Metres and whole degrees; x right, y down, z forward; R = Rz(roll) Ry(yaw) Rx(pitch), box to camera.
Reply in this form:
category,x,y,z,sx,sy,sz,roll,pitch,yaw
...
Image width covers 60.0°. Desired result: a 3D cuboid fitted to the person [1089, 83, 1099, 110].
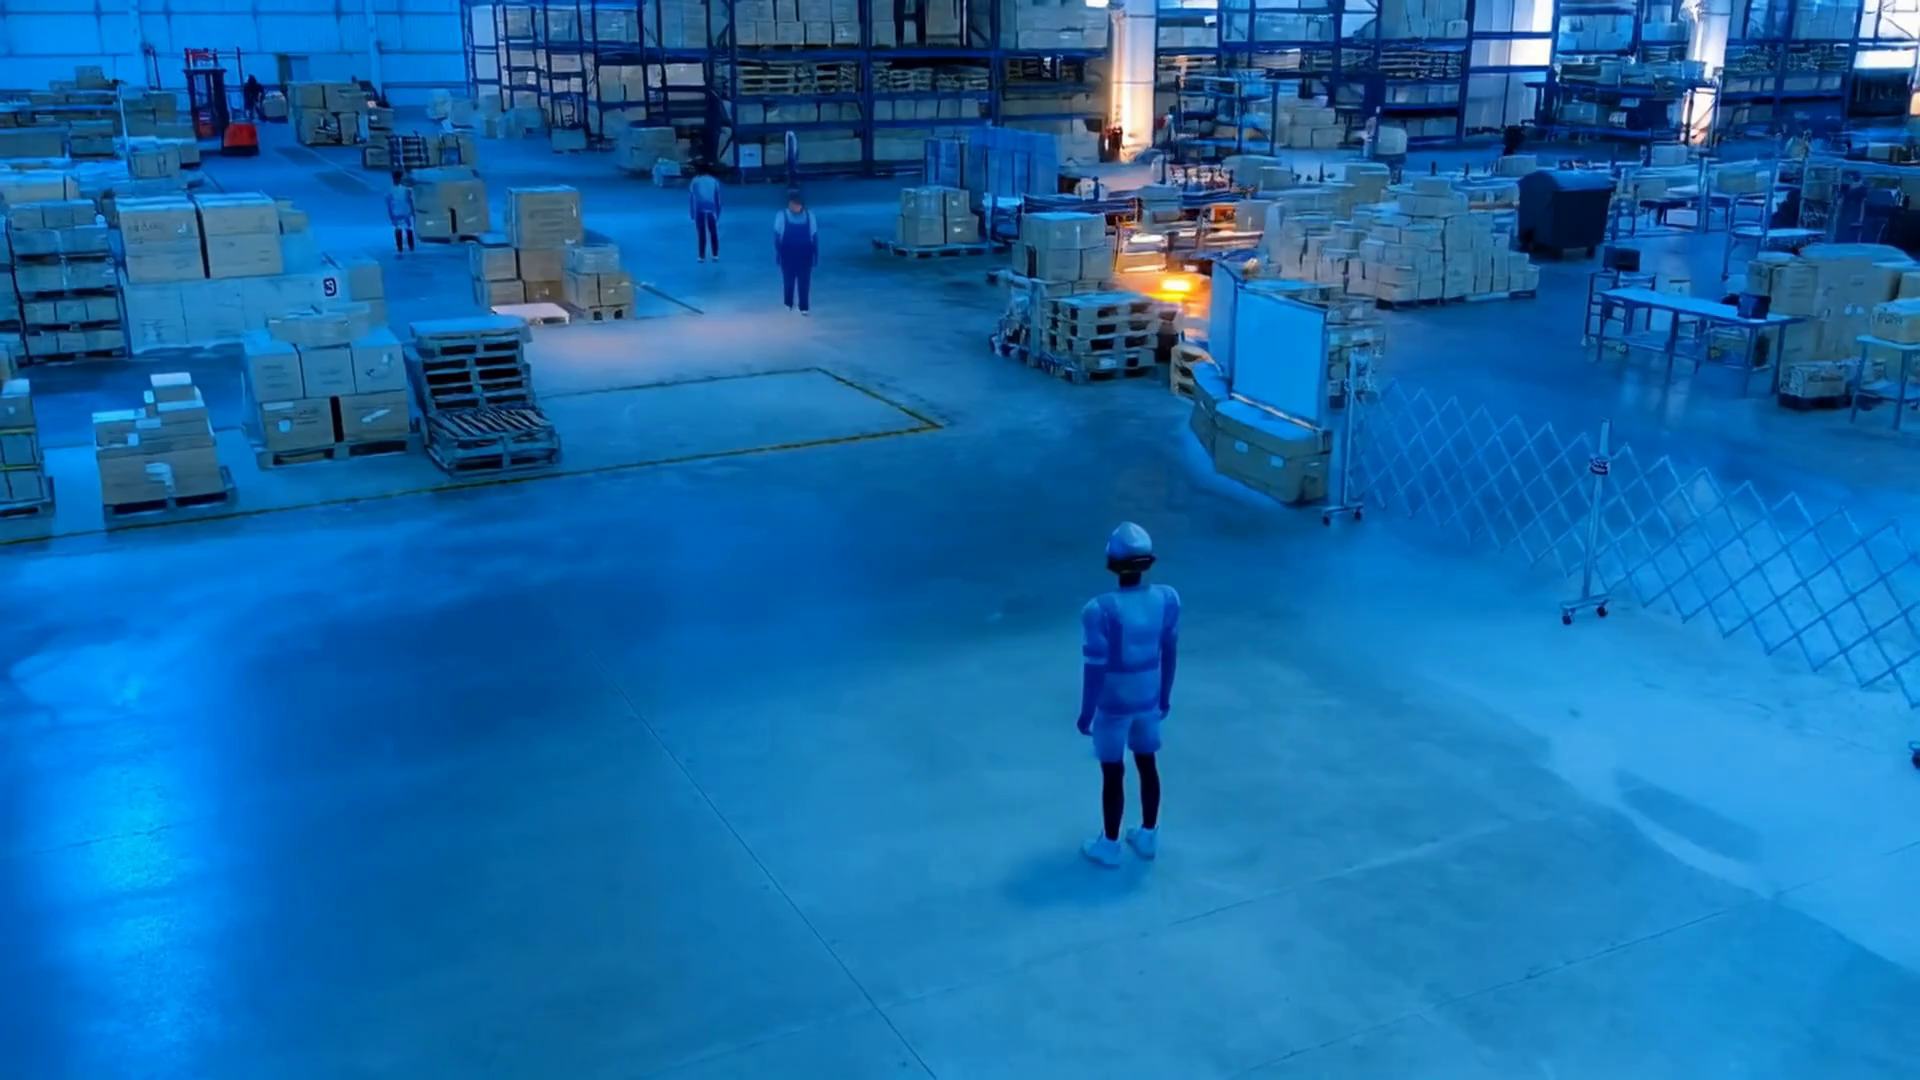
category,x,y,z,sx,sy,sz,roll,pitch,yaw
person,5.423,-18.079,68.862,0.659,1.855,0.942,-3,18,-8

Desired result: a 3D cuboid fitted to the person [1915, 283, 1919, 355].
category,x,y,z,sx,sy,sz,roll,pitch,yaw
person,13.728,-3.505,23.554,0.527,1.772,0.305,-9,20,-26

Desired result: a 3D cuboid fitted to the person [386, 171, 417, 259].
category,x,y,z,sx,sy,sz,roll,pitch,yaw
person,-10.956,-6.380,32.632,0.537,1.696,0.318,-9,20,-26

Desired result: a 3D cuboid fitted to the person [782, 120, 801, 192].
category,x,y,z,sx,sy,sz,roll,pitch,yaw
person,-4.512,-10.180,44.150,0.448,1.896,0.624,-4,18,-13

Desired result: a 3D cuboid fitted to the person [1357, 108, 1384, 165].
category,x,y,z,sx,sy,sz,roll,pitch,yaw
person,12.318,-11.954,49.745,1.057,1.858,0.620,0,18,-1

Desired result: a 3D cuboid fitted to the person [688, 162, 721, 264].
category,x,y,z,sx,sy,sz,roll,pitch,yaw
person,-4.894,-6.269,31.896,0.631,1.940,0.370,-9,20,-26

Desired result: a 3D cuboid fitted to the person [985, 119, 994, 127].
category,x,y,z,sx,sy,sz,roll,pitch,yaw
person,0.777,-10.076,43.760,0.547,1.942,0.351,-9,20,-26

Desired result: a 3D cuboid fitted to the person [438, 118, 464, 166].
category,x,y,z,sx,sy,sz,roll,pitch,yaw
person,-13.417,-10.093,43.818,0.632,1.956,0.436,-8,19,-24

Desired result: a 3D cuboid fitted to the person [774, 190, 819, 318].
category,x,y,z,sx,sy,sz,roll,pitch,yaw
person,-2.566,-4.522,26.285,0.709,2.000,0.535,-5,18,-14

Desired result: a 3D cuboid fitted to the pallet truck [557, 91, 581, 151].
category,x,y,z,sx,sy,sz,roll,pitch,yaw
pallet truck,-13.495,-14.412,57.188,0.823,1.965,1.885,-3,18,-9

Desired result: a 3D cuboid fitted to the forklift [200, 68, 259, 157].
category,x,y,z,sx,sy,sz,roll,pitch,yaw
forklift,-24.369,-14.147,54.940,1.873,2.768,1.129,-9,20,-26

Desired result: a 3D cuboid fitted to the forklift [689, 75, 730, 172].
category,x,y,z,sx,sy,sz,roll,pitch,yaw
forklift,-7.021,-12.344,49.317,1.873,2.768,1.129,-9,20,-26

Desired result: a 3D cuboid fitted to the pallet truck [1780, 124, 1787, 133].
category,x,y,z,sx,sy,sz,roll,pitch,yaw
pallet truck,25.206,-12.542,52.601,1.601,1.201,0.680,0,18,-2

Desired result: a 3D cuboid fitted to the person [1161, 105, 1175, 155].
category,x,y,z,sx,sy,sz,roll,pitch,yaw
person,6.797,-13.624,55.280,0.645,1.666,0.538,1,18,4

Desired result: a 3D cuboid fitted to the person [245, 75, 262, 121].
category,x,y,z,sx,sy,sz,roll,pitch,yaw
person,-30.626,-19.176,72.137,0.631,1.939,0.370,-9,20,-26

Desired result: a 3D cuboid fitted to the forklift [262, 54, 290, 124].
category,x,y,z,sx,sy,sz,roll,pitch,yaw
forklift,-28.567,-19.111,70.414,1.873,2.768,1.129,-9,20,-26

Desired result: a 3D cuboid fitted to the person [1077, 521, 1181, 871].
category,x,y,z,sx,sy,sz,roll,pitch,yaw
person,0.934,0.884,9.428,0.609,2.043,0.376,-9,20,-26

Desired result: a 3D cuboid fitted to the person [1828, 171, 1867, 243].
category,x,y,z,sx,sy,sz,roll,pitch,yaw
person,16.728,-6.031,31.347,0.544,1.820,0.918,0,18,1

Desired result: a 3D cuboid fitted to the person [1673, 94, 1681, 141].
category,x,y,z,sx,sy,sz,roll,pitch,yaw
person,26.477,-15.542,60.968,0.593,1.837,0.404,-9,20,-26

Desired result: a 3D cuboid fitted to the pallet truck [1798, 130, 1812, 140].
category,x,y,z,sx,sy,sz,roll,pitch,yaw
pallet truck,25.526,-11.556,49.408,1.630,1.274,0.653,-9,20,-26

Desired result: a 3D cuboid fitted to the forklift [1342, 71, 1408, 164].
category,x,y,z,sx,sy,sz,roll,pitch,yaw
forklift,13.137,-13.309,52.325,1.873,2.768,1.129,6,19,18

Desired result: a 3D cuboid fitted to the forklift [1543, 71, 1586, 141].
category,x,y,z,sx,sy,sz,roll,pitch,yaw
forklift,18.685,-13.231,52.085,1.873,2.768,1.129,-9,20,-26

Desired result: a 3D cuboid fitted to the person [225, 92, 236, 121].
category,x,y,z,sx,sy,sz,roll,pitch,yaw
person,-25.057,-14.294,56.824,0.614,1.994,0.381,-9,20,-26

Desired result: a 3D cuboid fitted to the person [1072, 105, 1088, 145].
category,x,y,z,sx,sy,sz,roll,pitch,yaw
person,4.007,-13.717,55.525,0.574,1.689,0.324,-8,19,-22
